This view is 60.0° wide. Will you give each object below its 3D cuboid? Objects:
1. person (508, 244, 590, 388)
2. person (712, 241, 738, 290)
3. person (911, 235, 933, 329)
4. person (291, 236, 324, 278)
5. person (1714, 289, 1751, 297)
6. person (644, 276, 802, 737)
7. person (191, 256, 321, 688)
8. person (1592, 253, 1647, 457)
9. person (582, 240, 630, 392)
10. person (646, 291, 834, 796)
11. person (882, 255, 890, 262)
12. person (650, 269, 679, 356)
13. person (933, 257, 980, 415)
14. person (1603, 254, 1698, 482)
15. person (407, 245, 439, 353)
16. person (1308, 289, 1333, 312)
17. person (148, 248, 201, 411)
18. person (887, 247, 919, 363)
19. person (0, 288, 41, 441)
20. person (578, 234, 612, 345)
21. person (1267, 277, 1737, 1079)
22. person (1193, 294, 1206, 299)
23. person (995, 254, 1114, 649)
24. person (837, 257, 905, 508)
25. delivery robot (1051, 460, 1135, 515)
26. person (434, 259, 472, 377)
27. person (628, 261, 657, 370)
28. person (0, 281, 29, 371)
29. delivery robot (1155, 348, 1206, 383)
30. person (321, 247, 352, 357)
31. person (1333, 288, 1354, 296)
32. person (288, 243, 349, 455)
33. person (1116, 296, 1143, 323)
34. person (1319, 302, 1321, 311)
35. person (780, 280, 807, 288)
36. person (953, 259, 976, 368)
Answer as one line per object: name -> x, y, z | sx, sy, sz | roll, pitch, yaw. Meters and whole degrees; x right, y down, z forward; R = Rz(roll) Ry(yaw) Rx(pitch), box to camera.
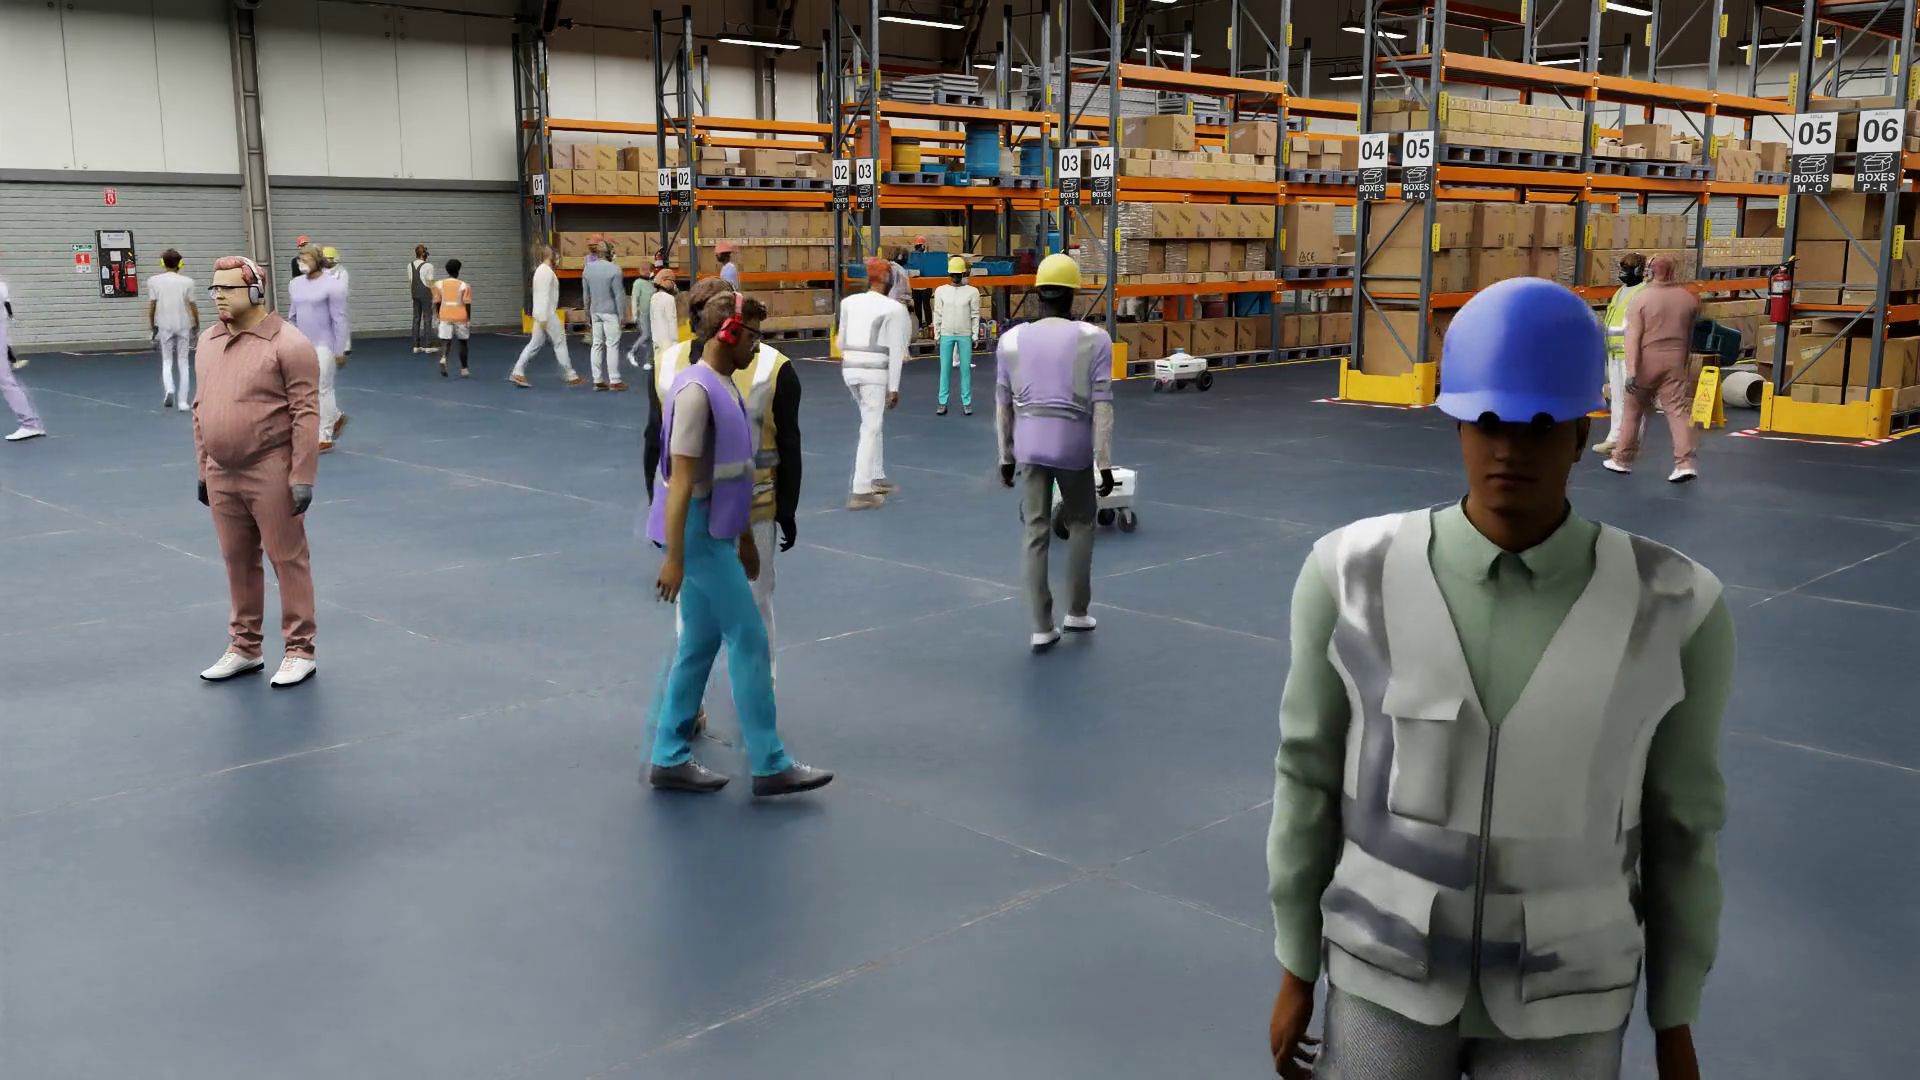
person -> -5.503, -2.953, 21.969 | 1.033, 1.889, 0.640 | -4, 11, -21
person -> -3.511, -3.582, 25.309 | 0.486, 1.923, 0.539 | -2, 11, -9
person -> -0.764, -4.947, 32.527 | 0.625, 1.992, 0.389 | 10, 14, 44
person -> -11.237, -4.238, 28.691 | 0.393, 1.985, 0.611 | 8, 13, 38
person -> 15.905, -5.205, 34.286 | 0.605, 1.865, 1.015 | -7, 13, -35
person -> -0.944, -0.115, 6.600 | 0.627, 1.843, 0.429 | 1, 10, 5
person -> -3.166, -0.301, 7.437 | 0.639, 1.908, 0.409 | 3, 11, 18
person -> 6.085, -1.686, 15.164 | 0.429, 1.844, 0.627 | -1, 10, -8
person -> -4.589, -2.901, 21.535 | 0.630, 1.936, 0.369 | 6, 12, 28
person -> -0.782, 0.024, 5.953 | 0.801, 1.797, 0.649 | 0, 10, 1
person -> -1.389, -4.449, 30.776 | 0.308, 1.643, 0.511 | -9, 14, -41
person -> -3.257, -2.179, 18.422 | 0.289, 1.633, 0.499 | -7, 13, -35
person -> -0.042, -2.289, 18.680 | 0.522, 1.761, 0.322 | 0, 10, 3
person -> 5.750, -1.422, 13.724 | 0.652, 1.856, 1.025 | -2, 11, -8
person -> -9.209, -4.131, 28.512 | 0.507, 1.842, 0.332 | 3, 11, 17
person -> 7.038, -4.764, 32.498 | 0.516, 1.641, 0.308 | 7, 13, 35
person -> -8.997, -2.408, 19.057 | 0.559, 1.854, 0.418 | -3, 11, -18
person -> -0.880, -3.704, 26.271 | 0.688, 1.809, 0.620 | 0, 10, 3
person -> -9.572, -1.889, 16.225 | 1.000, 1.850, 0.658 | -4, 11, -19
person -> -6.649, -4.536, 30.262 | 0.612, 2.012, 0.890 | 3, 11, 17
person -> 0.733, 0.610, 2.359 | 0.612, 1.948, 0.403 | 4, 11, 18
person -> 5.041, -5.535, 36.282 | 0.626, 1.785, 0.902 | 5, 11, 23
person -> 0.491, -0.444, 8.200 | 0.621, 1.903, 0.681 | 3, 11, 18
person -> -0.668, -1.197, 12.526 | 0.593, 1.830, 0.803 | 8, 13, 36
delivery robot -> 0.836, -0.363, 11.322 | 0.707, 0.478, 0.477 | -6, 12, -28
person -> -7.125, -3.110, 23.378 | 0.533, 1.676, 0.657 | -1, 10, -3
person -> -4.705, -3.348, 24.815 | 0.398, 1.617, 0.519 | 5, 12, 26
person -> -13.897, -3.226, 24.051 | 0.550, 1.647, 0.881 | 4, 11, 23
delivery robot -> 2.861, -2.241, 21.566 | 0.707, 0.478, 0.477 | -9, 13, -40
person -> -10.346, -3.888, 27.276 | 0.615, 1.798, 0.804 | 5, 12, 25
person -> 7.926, -5.273, 34.300 | 0.375, 1.997, 0.612 | -10, 14, -44
person -> -5.928, -1.777, 15.420 | 0.645, 1.929, 0.535 | 5, 11, 25
person -> 2.878, -4.103, 28.020 | 0.509, 1.953, 0.638 | -9, 13, -39
person -> 8.855, -6.533, 41.383 | 0.390, 1.920, 0.588 | 4, 11, 22
person -> -3.582, -5.387, 35.220 | 0.579, 1.884, 0.991 | 7, 12, 32
person -> 0.040, -3.455, 25.376 | 0.283, 1.633, 0.499 | -5, 11, -24
